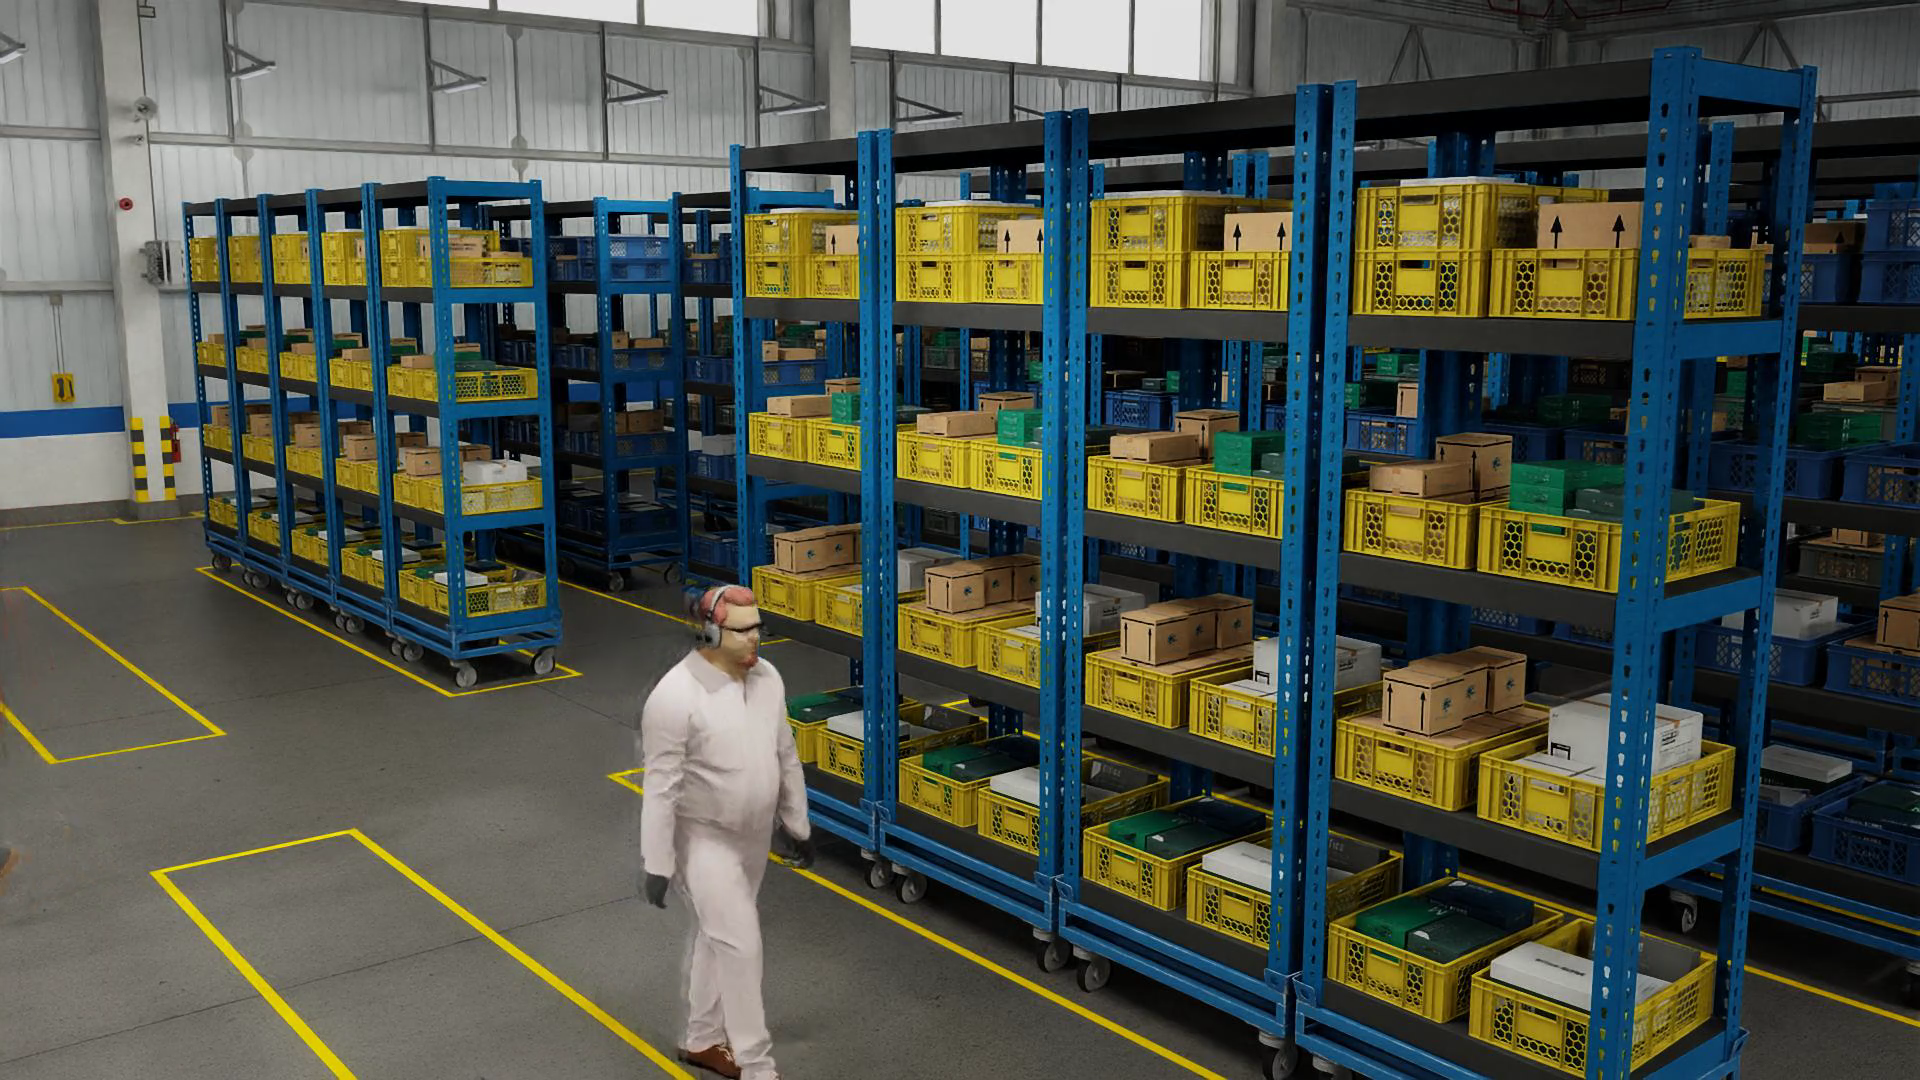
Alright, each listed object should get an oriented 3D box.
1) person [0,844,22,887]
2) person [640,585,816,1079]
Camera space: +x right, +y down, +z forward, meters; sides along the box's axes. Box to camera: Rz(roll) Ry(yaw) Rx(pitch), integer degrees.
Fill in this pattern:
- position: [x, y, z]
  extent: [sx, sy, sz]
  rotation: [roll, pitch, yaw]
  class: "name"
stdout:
- position: [-4.537, 0.816, 7.371]
  extent: [0.636, 1.980, 0.513]
  rotation: [7, 12, 35]
  class: "person"
- position: [-0.737, 1.097, 5.960]
  extent: [0.813, 1.876, 0.680]
  rotation: [6, 11, 31]
  class: "person"
